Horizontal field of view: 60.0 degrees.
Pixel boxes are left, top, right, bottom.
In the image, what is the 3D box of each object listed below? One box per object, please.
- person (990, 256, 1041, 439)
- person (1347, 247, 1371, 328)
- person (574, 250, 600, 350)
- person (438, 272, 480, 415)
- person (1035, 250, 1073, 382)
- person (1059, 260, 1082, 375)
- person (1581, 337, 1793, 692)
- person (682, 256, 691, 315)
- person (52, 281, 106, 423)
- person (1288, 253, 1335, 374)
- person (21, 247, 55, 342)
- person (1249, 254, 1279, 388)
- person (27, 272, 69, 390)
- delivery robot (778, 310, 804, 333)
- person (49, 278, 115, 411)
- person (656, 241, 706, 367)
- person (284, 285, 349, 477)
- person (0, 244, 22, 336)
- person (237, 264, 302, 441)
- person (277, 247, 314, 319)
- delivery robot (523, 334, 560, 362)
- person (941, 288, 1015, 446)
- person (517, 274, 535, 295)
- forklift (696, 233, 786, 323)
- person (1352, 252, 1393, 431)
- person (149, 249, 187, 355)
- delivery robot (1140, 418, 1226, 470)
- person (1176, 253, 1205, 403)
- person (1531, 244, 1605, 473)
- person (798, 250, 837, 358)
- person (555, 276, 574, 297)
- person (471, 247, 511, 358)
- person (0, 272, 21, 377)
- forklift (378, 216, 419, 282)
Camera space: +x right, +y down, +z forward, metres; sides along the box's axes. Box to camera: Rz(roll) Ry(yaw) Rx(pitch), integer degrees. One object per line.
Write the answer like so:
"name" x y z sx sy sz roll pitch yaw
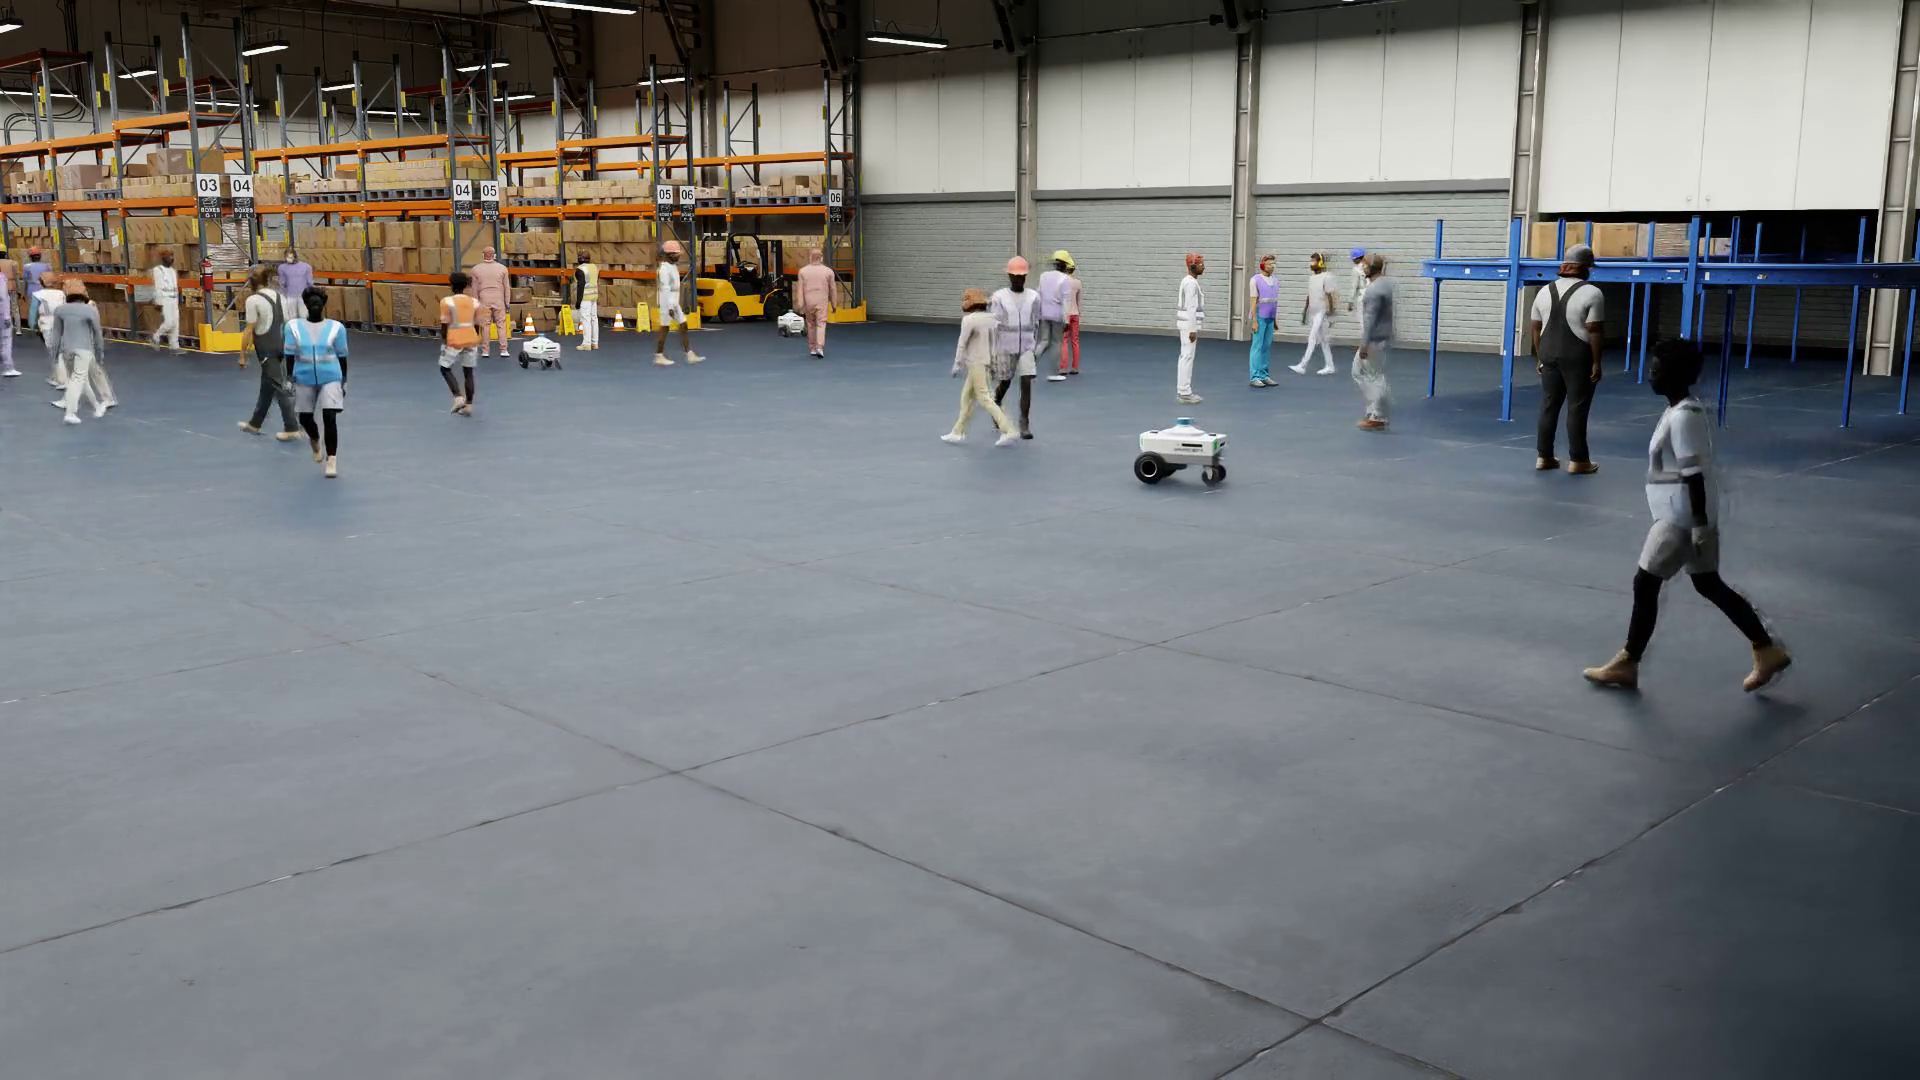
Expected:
"person" 0.555 -2.059 17.671 0.559 1.907 0.872 -2 11 -12
"person" 7.286 -4.338 30.066 0.569 1.897 0.637 10 15 44
"person" -6.936 -4.449 30.829 0.429 1.845 0.621 4 11 20
"person" -5.870 -2.302 19.538 0.371 1.683 0.560 9 14 40
"person" 1.317 -3.230 24.040 0.665 1.889 0.646 -10 14 -44
"person" 1.627 -3.400 25.317 0.532 1.768 0.311 -8 13 -38
"person" 3.430 -0.109 7.691 0.865 1.655 0.545 4 11 22
"person" -6.916 -6.583 42.834 0.857 1.705 0.493 6 12 31
"person" -10.009 -2.134 18.897 0.513 1.578 0.848 1 10 5
"person" 5.384 -3.428 25.322 0.949 1.822 0.546 -4 11 -19
"person" -18.430 -4.901 33.219 1.040 1.865 0.551 10 14 43
"person" 4.261 -3.080 23.352 0.389 1.846 0.567 10 14 43
"person" -12.516 -2.868 22.854 0.818 1.598 0.532 6 12 30
"delivery robot" -3.567 -4.612 35.091 0.477 0.478 0.707 -5 12 -27
"person" -10.612 -2.337 19.999 0.504 1.590 0.893 7 12 32
"person" -4.536 -3.807 26.855 0.932 2.009 0.646 2 11 10
"person" -5.690 -1.424 14.763 0.542 1.679 0.629 -2 11 -13
"person" -20.109 -5.265 35.043 0.586 1.928 0.369 -10 14 -44
"person" -7.238 -1.930 17.185 0.966 1.799 0.534 3 11 17
"person" -12.525 -4.582 31.446 0.637 1.899 0.874 -2 11 -13
"delivery robot" -6.705 -3.064 26.652 0.477 0.478 0.707 -9 13 -39
"person" 0.204 -1.759 16.858 0.858 1.582 0.517 5 12 26
"person" -12.527 -7.636 47.967 0.553 1.929 0.365 -8 13 -37
"forklift" -5.496 -6.489 41.108 2.313 2.155 1.214 -10 14 -44
"person" 4.466 -2.155 18.095 0.473 1.922 0.658 4 11 19
"person" -14.076 -4.214 29.475 0.502 1.870 0.594 2 11 12
"delivery robot" 1.930 -0.815 14.384 0.707 0.478 0.477 4 11 22
"person" 2.934 -2.694 21.149 0.349 1.882 0.577 1 10 3
"person" 5.532 -1.626 15.012 0.536 2.000 0.688 -7 13 -35
"person" -2.496 -4.135 29.090 0.660 1.862 0.988 0 10 1
"person" -10.167 -6.690 43.056 0.626 1.844 0.429 -9 14 -41
"person" -8.150 -4.138 28.960 0.641 1.908 0.407 -2 11 -13
"person" -14.446 -3.356 24.763 0.650 1.886 0.749 2 11 13
"forklift" -17.868 -9.201 54.028 1.873 2.768 1.129 -10 14 -44
